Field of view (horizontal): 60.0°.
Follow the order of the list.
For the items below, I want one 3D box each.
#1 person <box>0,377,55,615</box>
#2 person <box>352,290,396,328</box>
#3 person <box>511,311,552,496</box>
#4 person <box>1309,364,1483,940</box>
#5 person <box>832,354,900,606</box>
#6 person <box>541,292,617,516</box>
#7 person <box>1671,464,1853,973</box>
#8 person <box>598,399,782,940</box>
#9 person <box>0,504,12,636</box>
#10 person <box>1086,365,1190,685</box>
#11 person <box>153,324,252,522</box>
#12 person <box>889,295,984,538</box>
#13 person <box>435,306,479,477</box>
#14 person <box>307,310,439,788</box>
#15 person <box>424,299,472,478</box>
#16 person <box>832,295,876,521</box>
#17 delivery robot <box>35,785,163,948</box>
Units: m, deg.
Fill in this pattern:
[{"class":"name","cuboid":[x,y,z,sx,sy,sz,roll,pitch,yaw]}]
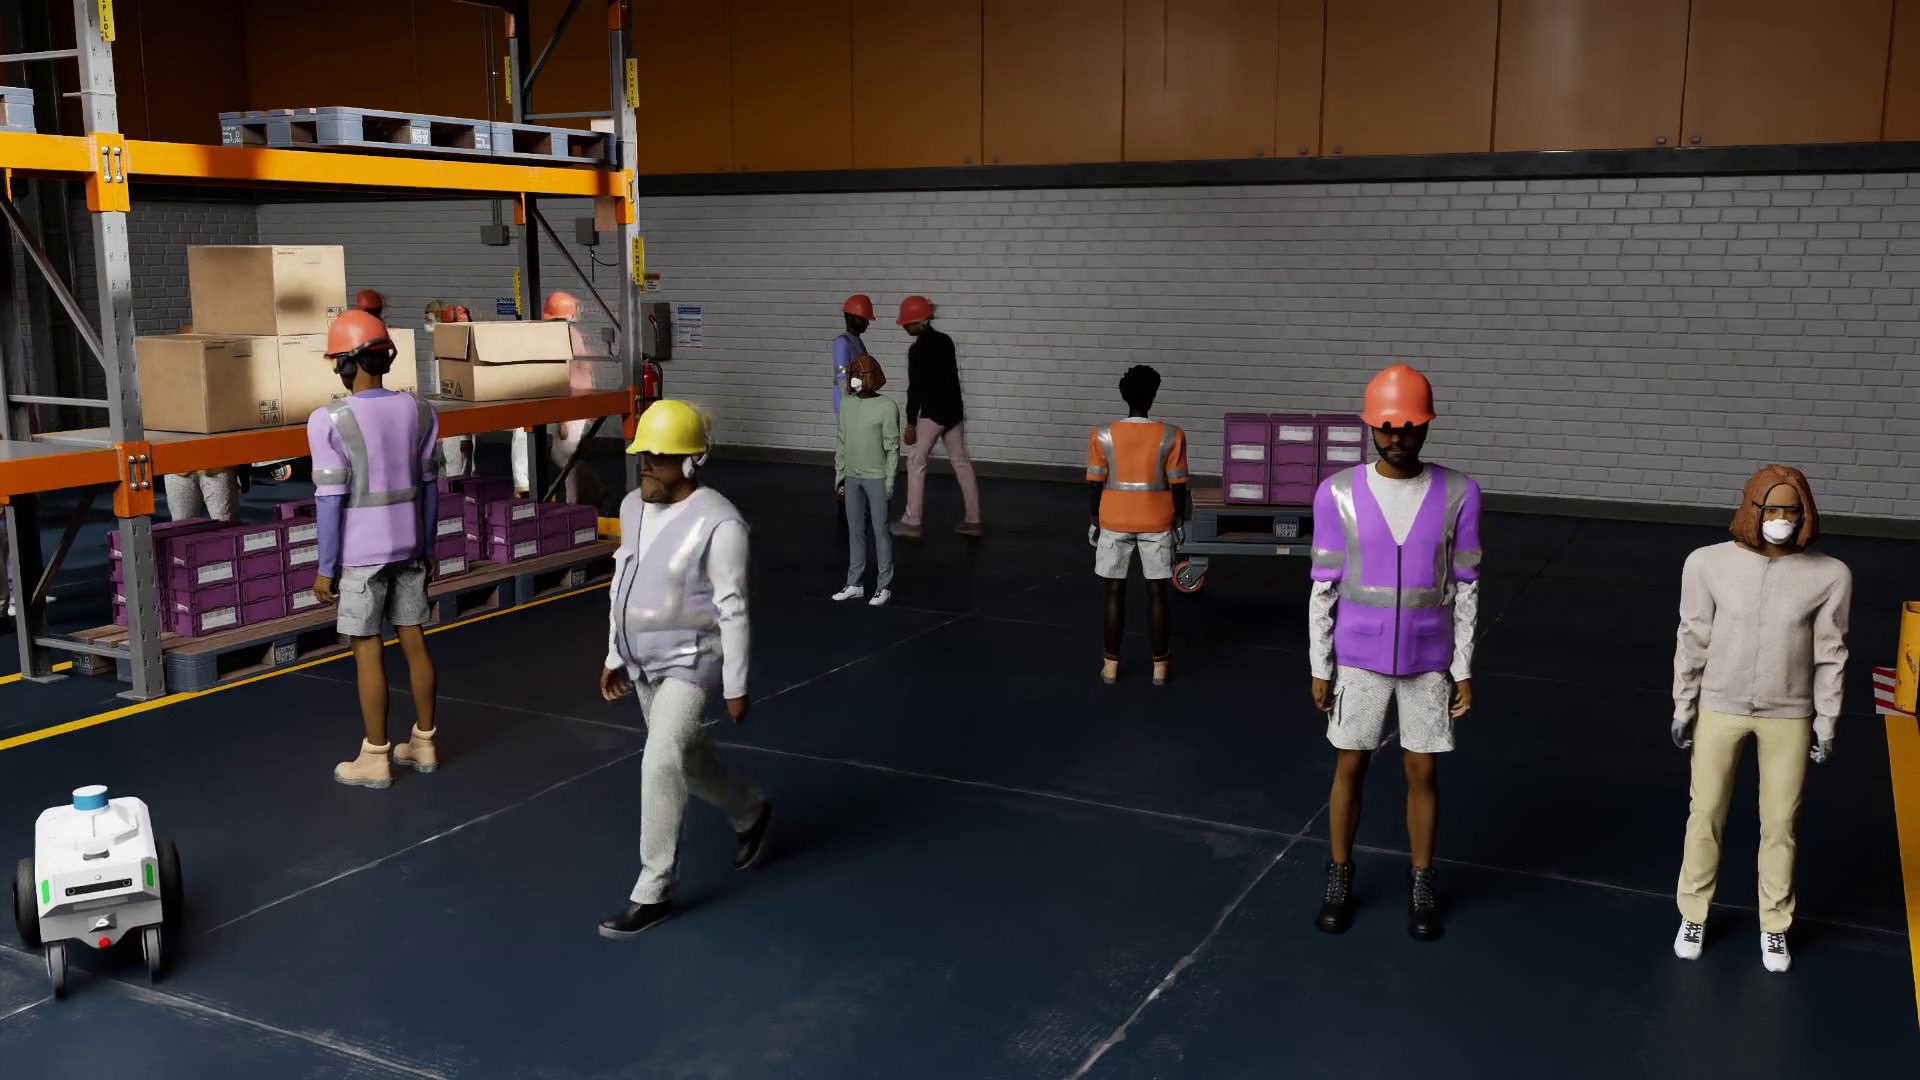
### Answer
[{"class":"person","cuboid":[-6.060,-0.485,10.571,0.403,1.906,0.652,-1,10,-7]},{"class":"person","cuboid":[-5.554,-1.428,15.961,0.595,1.927,0.449,6,11,31]},{"class":"person","cuboid":[-4.036,-1.329,15.644,0.429,1.841,0.634,2,10,11]},{"class":"person","cuboid":[1.426,0.386,5.486,0.547,1.930,0.409,2,10,11]},{"class":"person","cuboid":[-0.612,-0.393,10.825,0.498,1.634,0.279,7,12,35]},{"class":"person","cuboid":[-3.167,-1.045,13.630,0.495,1.968,0.651,-2,10,-11]},{"class":"person","cuboid":[2.537,0.565,5.309,0.497,1.629,0.277,4,11,22]},{"class":"person","cuboid":[-0.934,0.399,5.773,0.841,1.801,0.591,-9,14,-44]},{"class":"person","cuboid":[-5.936,-0.328,9.863,0.600,1.836,0.404,0,10,-1]},{"class":"person","cuboid":[0.936,-0.074,8.798,0.541,1.695,0.316,1,10,8]},{"class":"person","cuboid":[-4.855,-0.460,10.647,0.627,1.838,0.428,-1,10,-3]},{"class":"person","cuboid":[-0.214,-0.979,13.331,0.766,1.935,0.662,6,12,32]},{"class":"person","cuboid":[-3.751,-0.805,12.493,0.354,1.883,0.573,-4,11,-23]},{"class":"person","cuboid":[-2.510,0.041,7.135,0.374,2.043,0.608,6,12,33]},{"class":"person","cuboid":[-4.062,-0.953,13.246,0.428,1.915,0.636,-5,11,-27]},{"class":"person","cuboid":[-0.889,-1.123,14.205,0.375,1.927,0.543,2,10,10]},{"class":"delivery robot","cuboid":[-2.792,1.039,5.377,0.477,0.478,0.707,-6,11,-28]}]
